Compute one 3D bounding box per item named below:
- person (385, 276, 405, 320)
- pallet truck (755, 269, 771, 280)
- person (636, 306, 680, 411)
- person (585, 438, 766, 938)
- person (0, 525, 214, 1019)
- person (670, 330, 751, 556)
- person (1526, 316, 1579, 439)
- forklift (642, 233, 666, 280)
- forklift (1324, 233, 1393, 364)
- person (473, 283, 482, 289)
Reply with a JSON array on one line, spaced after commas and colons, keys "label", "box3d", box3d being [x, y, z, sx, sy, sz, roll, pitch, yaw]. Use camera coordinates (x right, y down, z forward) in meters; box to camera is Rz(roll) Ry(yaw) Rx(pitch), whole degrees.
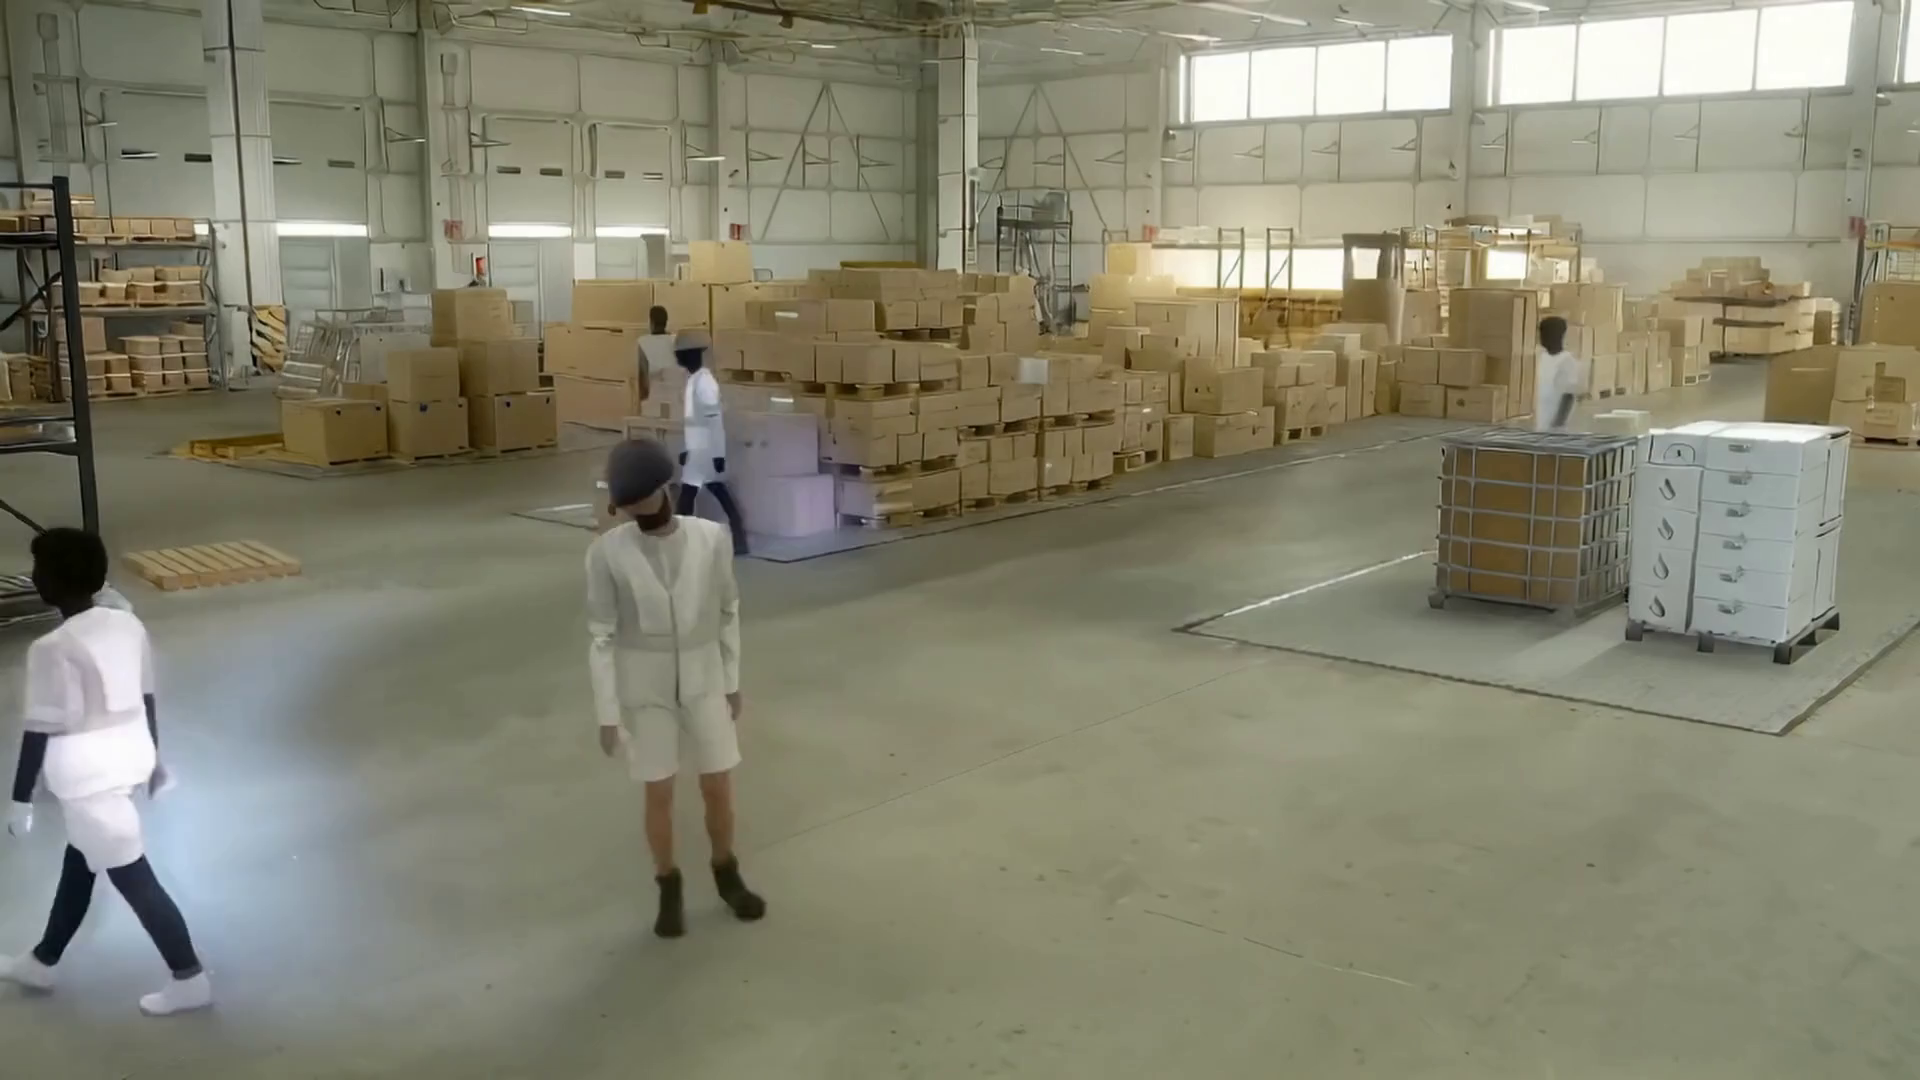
[{"label": "person", "box3d": [-12.152, -4.693, 35.794, 0.377, 1.940, 0.629, -6, 12, -31]}, {"label": "pallet truck", "box3d": [-4.996, -6.432, 45.525, 1.885, 1.965, 0.823, -6, 12, -32]}, {"label": "person", "box3d": [-3.267, -1.599, 18.233, 0.593, 1.919, 0.388, -9, 13, -41]}, {"label": "person", "box3d": [-1.051, 0.553, 6.066, 0.602, 1.888, 0.501, -4, 11, -20]}, {"label": "person", "box3d": [-2.889, 0.775, 5.464, 0.861, 1.644, 0.551, 0, 10, 2]}, {"label": "person", "box3d": [-2.180, -0.761, 13.578, 1.005, 1.876, 0.565, -3, 10, -15]}, {"label": "person", "box3d": [5.675, -1.180, 15.868, 0.997, 1.919, 0.618, -2, 10, -11]}, {"label": "forklift", "box3d": [-5.931, -4.602, 32.595, 1.873, 2.768, 1.129, -2, 10, -10]}, {"label": "forklift", "box3d": [7.981, -4.639, 32.807, 1.129, 2.768, 1.873, 6, 12, 32]}, {"label": "person", "box3d": [-12.865, -6.063, 44.536, 0.509, 1.603, 0.817, 6, 12, 31]}]
